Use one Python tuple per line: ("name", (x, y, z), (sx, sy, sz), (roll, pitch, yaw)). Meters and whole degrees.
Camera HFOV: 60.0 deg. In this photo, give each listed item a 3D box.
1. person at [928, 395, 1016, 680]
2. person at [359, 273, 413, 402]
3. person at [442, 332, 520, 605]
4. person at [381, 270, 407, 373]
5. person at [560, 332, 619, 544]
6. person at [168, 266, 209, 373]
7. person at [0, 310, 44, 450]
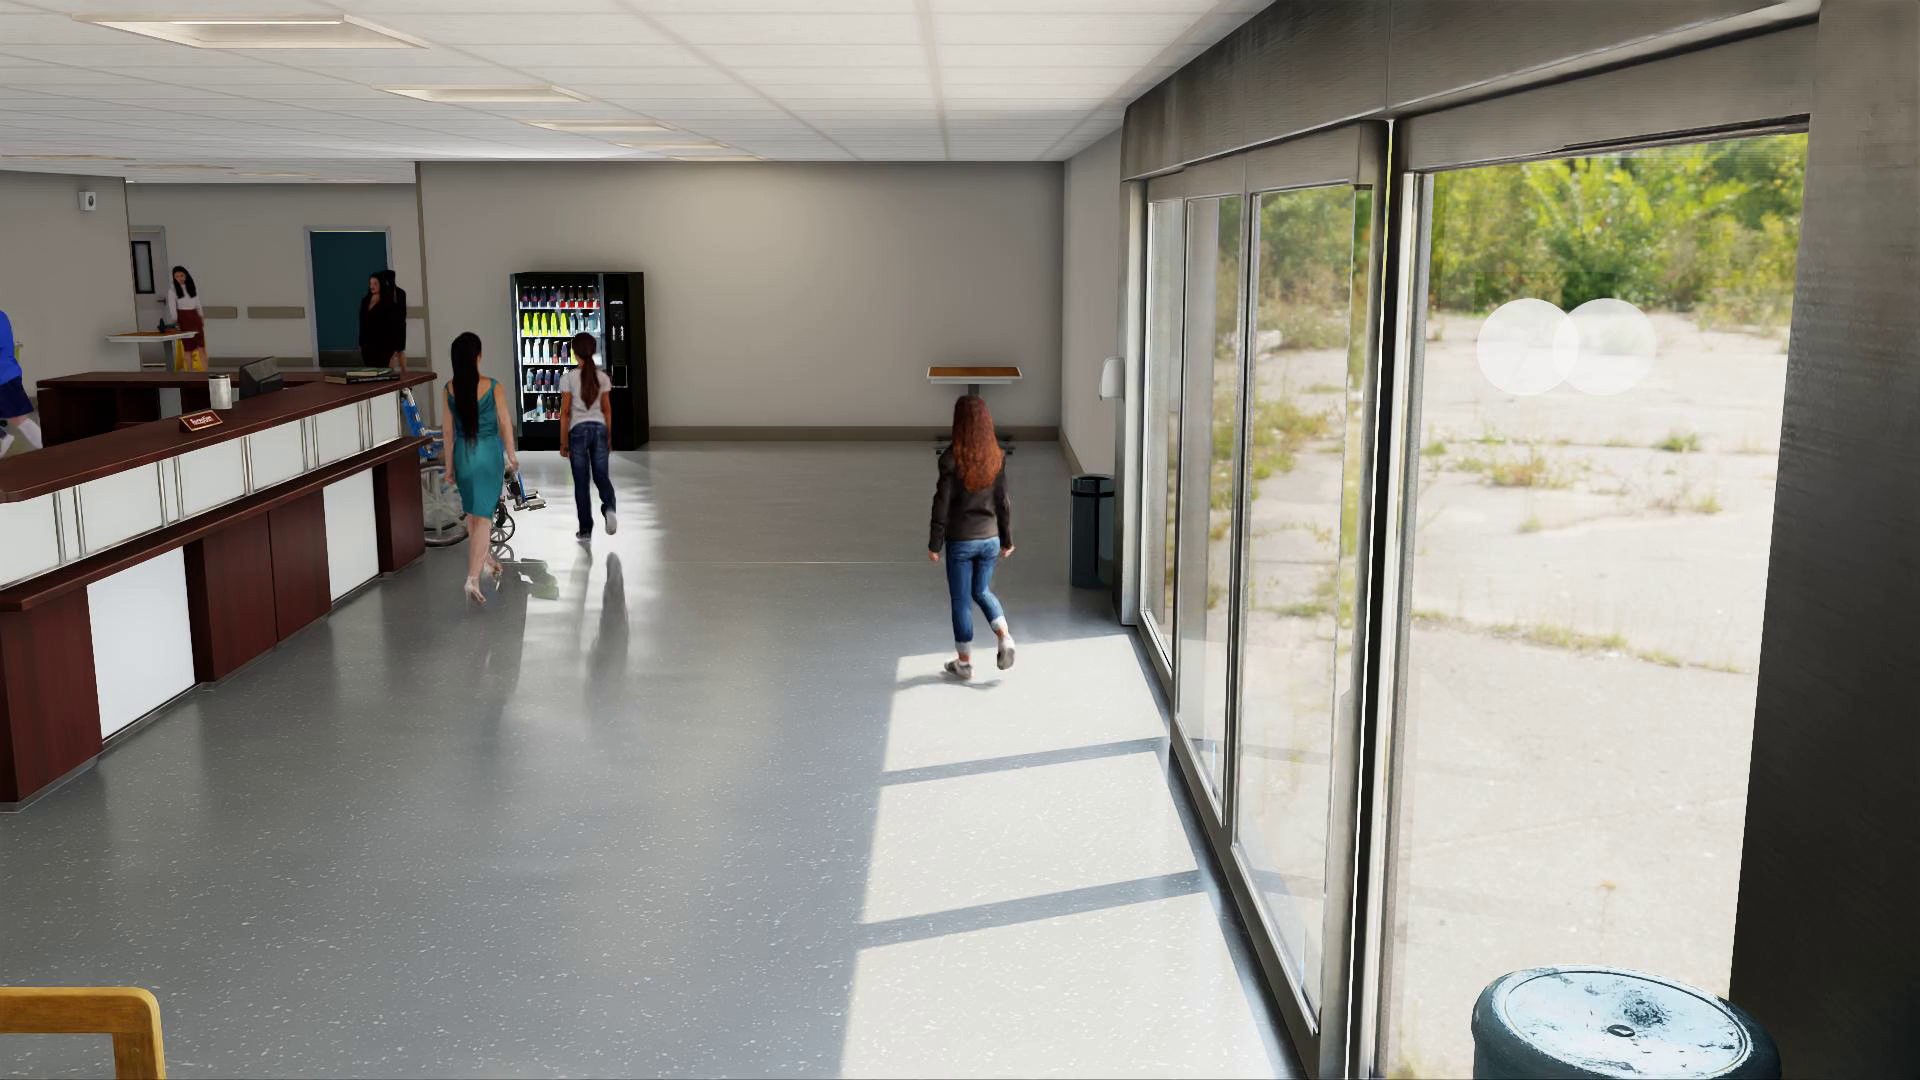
("person", (0.109, 0.003, 8.515), (0.766, 1.470, 0.817), (-8, 13, -35))
("person", (-6.982, -2.344, 20.195), (1.040, 1.728, 1.005), (6, 12, 29))
("person", (-2.968, -0.399, 10.198), (0.985, 1.633, 0.631), (0, 11, 2))
("person", (-8.408, -3.160, 24.643), (0.809, 1.671, 0.795), (6, 12, 30))
("person", (-2.717, -0.745, 12.237), (0.797, 1.552, 0.794), (-6, 12, -28))
("person", (-11.239, -3.088, 24.141), (0.987, 1.717, 0.926), (9, 14, 40))
("person", (-8.720, -1.436, 15.286), (1.291, 1.774, 0.936), (-3, 11, -15))
